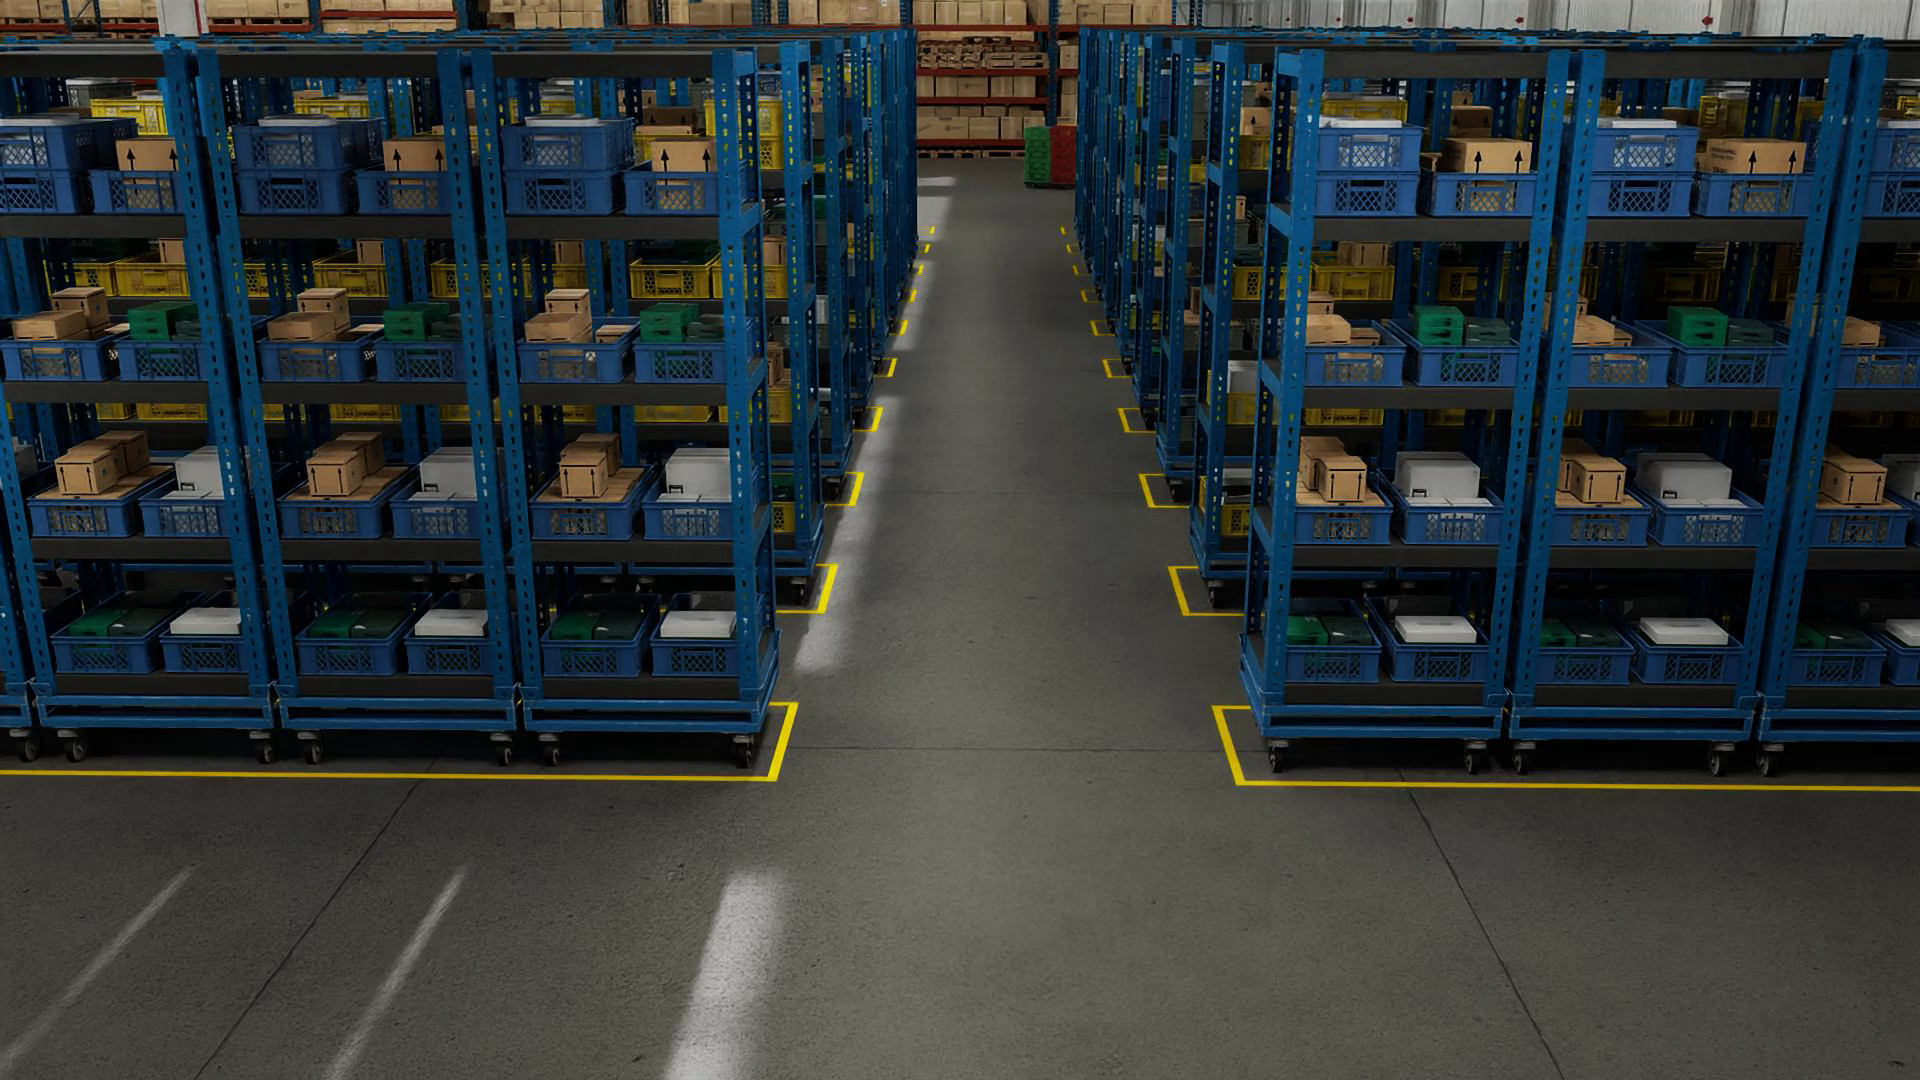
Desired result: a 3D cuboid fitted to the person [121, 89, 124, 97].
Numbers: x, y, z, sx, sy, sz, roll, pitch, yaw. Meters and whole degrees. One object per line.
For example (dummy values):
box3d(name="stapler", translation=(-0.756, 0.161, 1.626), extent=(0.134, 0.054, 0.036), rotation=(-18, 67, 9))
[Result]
box3d(name="person", translation=(-27.626, -14.302, 55.290), extent=(0.336, 1.623, 0.510), rotation=(4, 18, 13))

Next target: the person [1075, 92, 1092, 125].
box3d(name="person", translation=(3.172, -10.600, 42.950), extent=(0.389, 1.949, 0.603), rotation=(-13, 21, -35))
